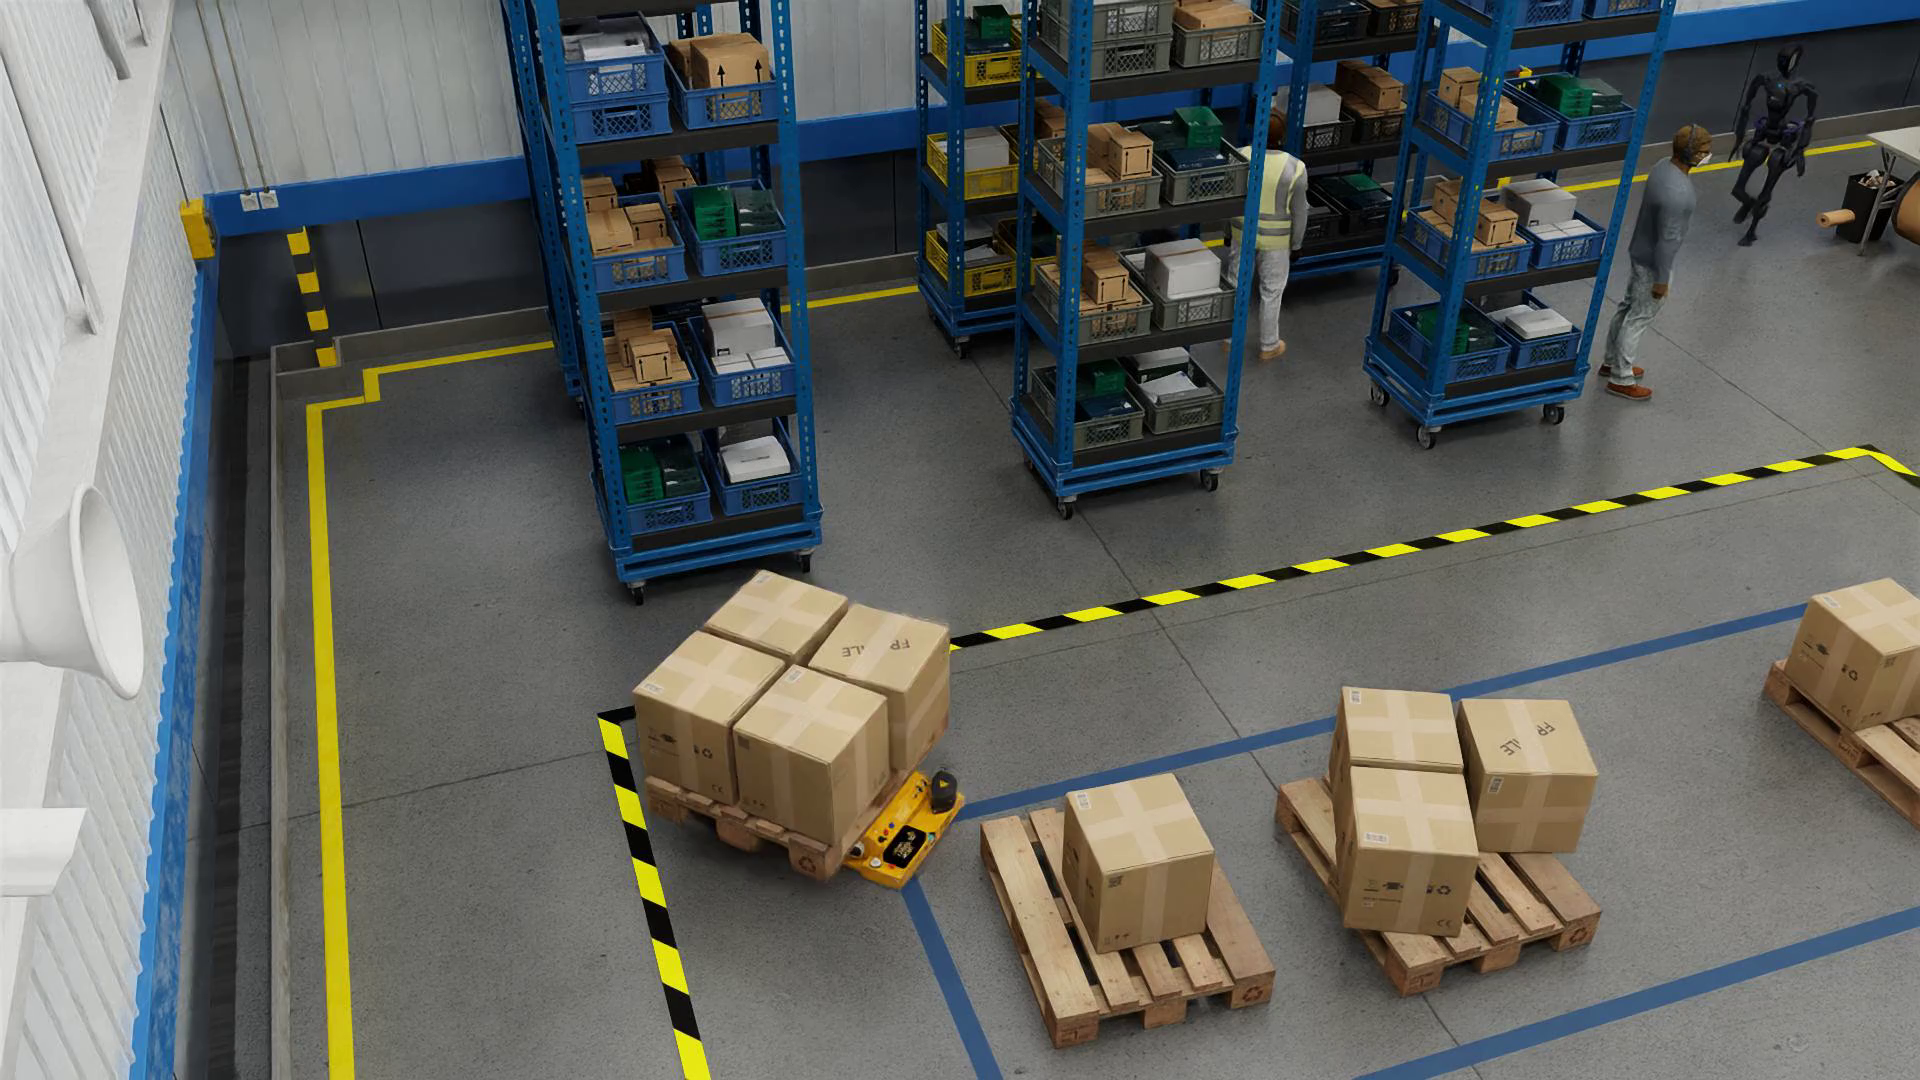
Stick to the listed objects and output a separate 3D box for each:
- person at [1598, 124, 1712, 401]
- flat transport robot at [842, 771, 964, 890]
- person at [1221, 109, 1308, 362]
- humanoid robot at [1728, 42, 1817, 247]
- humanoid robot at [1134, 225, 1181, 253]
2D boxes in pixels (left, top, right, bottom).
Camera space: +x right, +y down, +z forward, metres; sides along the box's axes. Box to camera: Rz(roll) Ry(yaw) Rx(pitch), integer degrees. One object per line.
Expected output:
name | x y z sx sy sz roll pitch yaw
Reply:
person | 4.712 -1.892 11.290 0.354 1.937 0.632 6 36 9
flat transport robot | -0.762 1.223 8.297 1.431 0.197 0.652 17 39 22
person | 2.129 -2.137 11.718 0.626 1.847 0.429 17 39 22
humanoid robot | 6.549 -3.194 13.366 0.608 1.646 0.424 28 44 34
humanoid robot | 1.284 -1.655 11.174 0.362 1.641 0.605 -13 37 -18
